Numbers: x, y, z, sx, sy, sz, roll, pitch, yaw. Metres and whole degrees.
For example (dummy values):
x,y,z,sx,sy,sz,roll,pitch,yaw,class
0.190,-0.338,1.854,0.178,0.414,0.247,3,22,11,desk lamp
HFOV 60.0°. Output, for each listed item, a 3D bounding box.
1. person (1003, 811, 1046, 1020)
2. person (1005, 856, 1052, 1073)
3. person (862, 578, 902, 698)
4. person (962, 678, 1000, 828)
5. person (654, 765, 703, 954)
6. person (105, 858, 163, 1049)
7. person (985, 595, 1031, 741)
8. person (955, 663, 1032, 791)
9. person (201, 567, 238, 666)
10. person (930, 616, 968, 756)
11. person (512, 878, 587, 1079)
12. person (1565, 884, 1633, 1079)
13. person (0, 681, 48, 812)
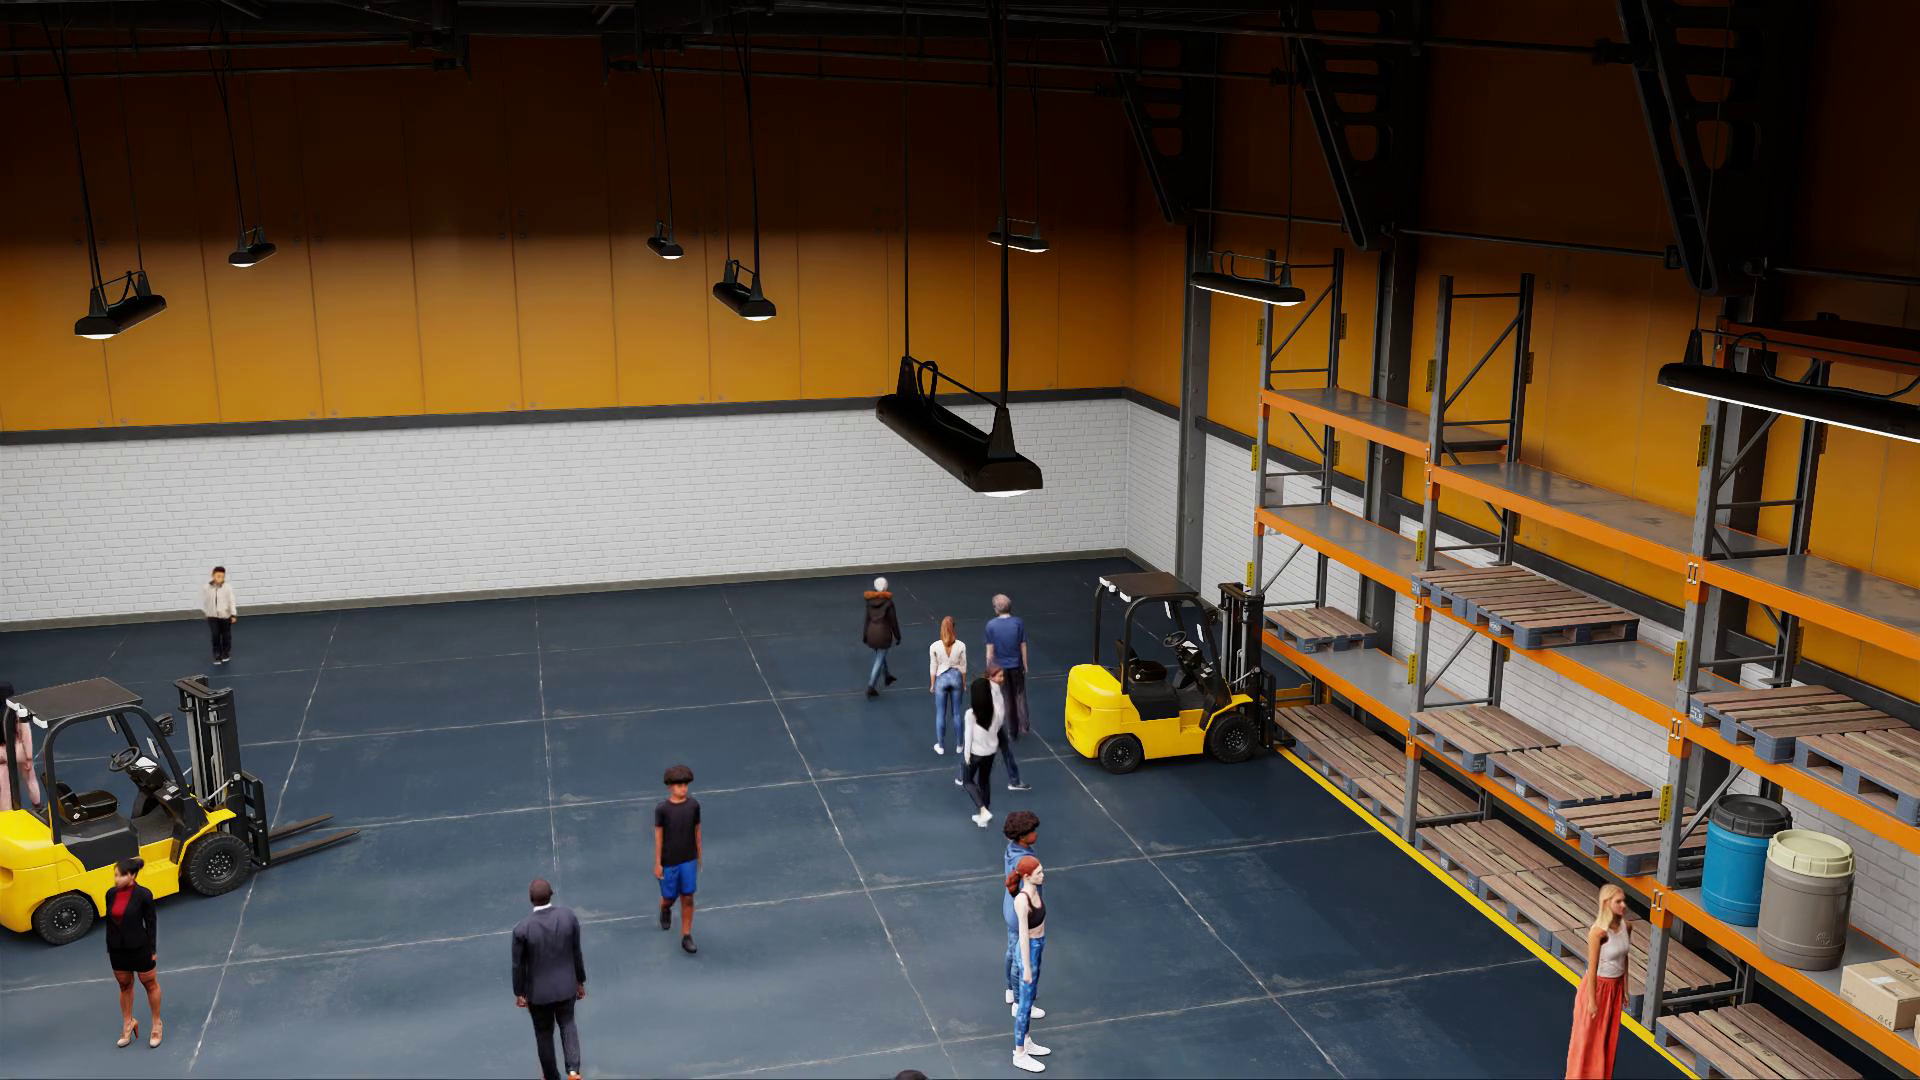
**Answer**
x,y,z,sx,sy,sz,roll,pitch,yaw,class
0.526,3.165,14.191,0.753,1.811,0.533,-2,14,-9,person
0.560,3.374,13.379,0.737,1.785,0.657,3,14,13,person
-1.101,1.326,22.246,1.062,1.594,1.113,8,16,30,person
0.275,2.329,17.914,0.729,1.684,0.791,-9,16,-33,person
-2.628,2.902,15.336,0.691,1.782,0.937,-6,15,-23,person
-6.795,3.386,13.651,0.651,1.636,0.717,1,14,2,person
0.586,1.612,20.542,0.760,1.839,0.725,0,14,0,person
0.274,2.163,18.965,0.969,1.512,1.074,4,14,16,person
-10.581,1.055,23.728,0.640,1.422,0.736,-3,14,-14,person
-0.137,1.756,20.202,0.631,1.720,0.569,-2,14,-7,person
-3.129,3.495,12.824,0.778,1.813,0.773,-7,15,-26,person
4.953,3.499,12.829,0.690,1.802,0.675,-9,16,-31,person
-10.144,2.371,17.726,0.618,1.691,0.974,-4,14,-14,person
